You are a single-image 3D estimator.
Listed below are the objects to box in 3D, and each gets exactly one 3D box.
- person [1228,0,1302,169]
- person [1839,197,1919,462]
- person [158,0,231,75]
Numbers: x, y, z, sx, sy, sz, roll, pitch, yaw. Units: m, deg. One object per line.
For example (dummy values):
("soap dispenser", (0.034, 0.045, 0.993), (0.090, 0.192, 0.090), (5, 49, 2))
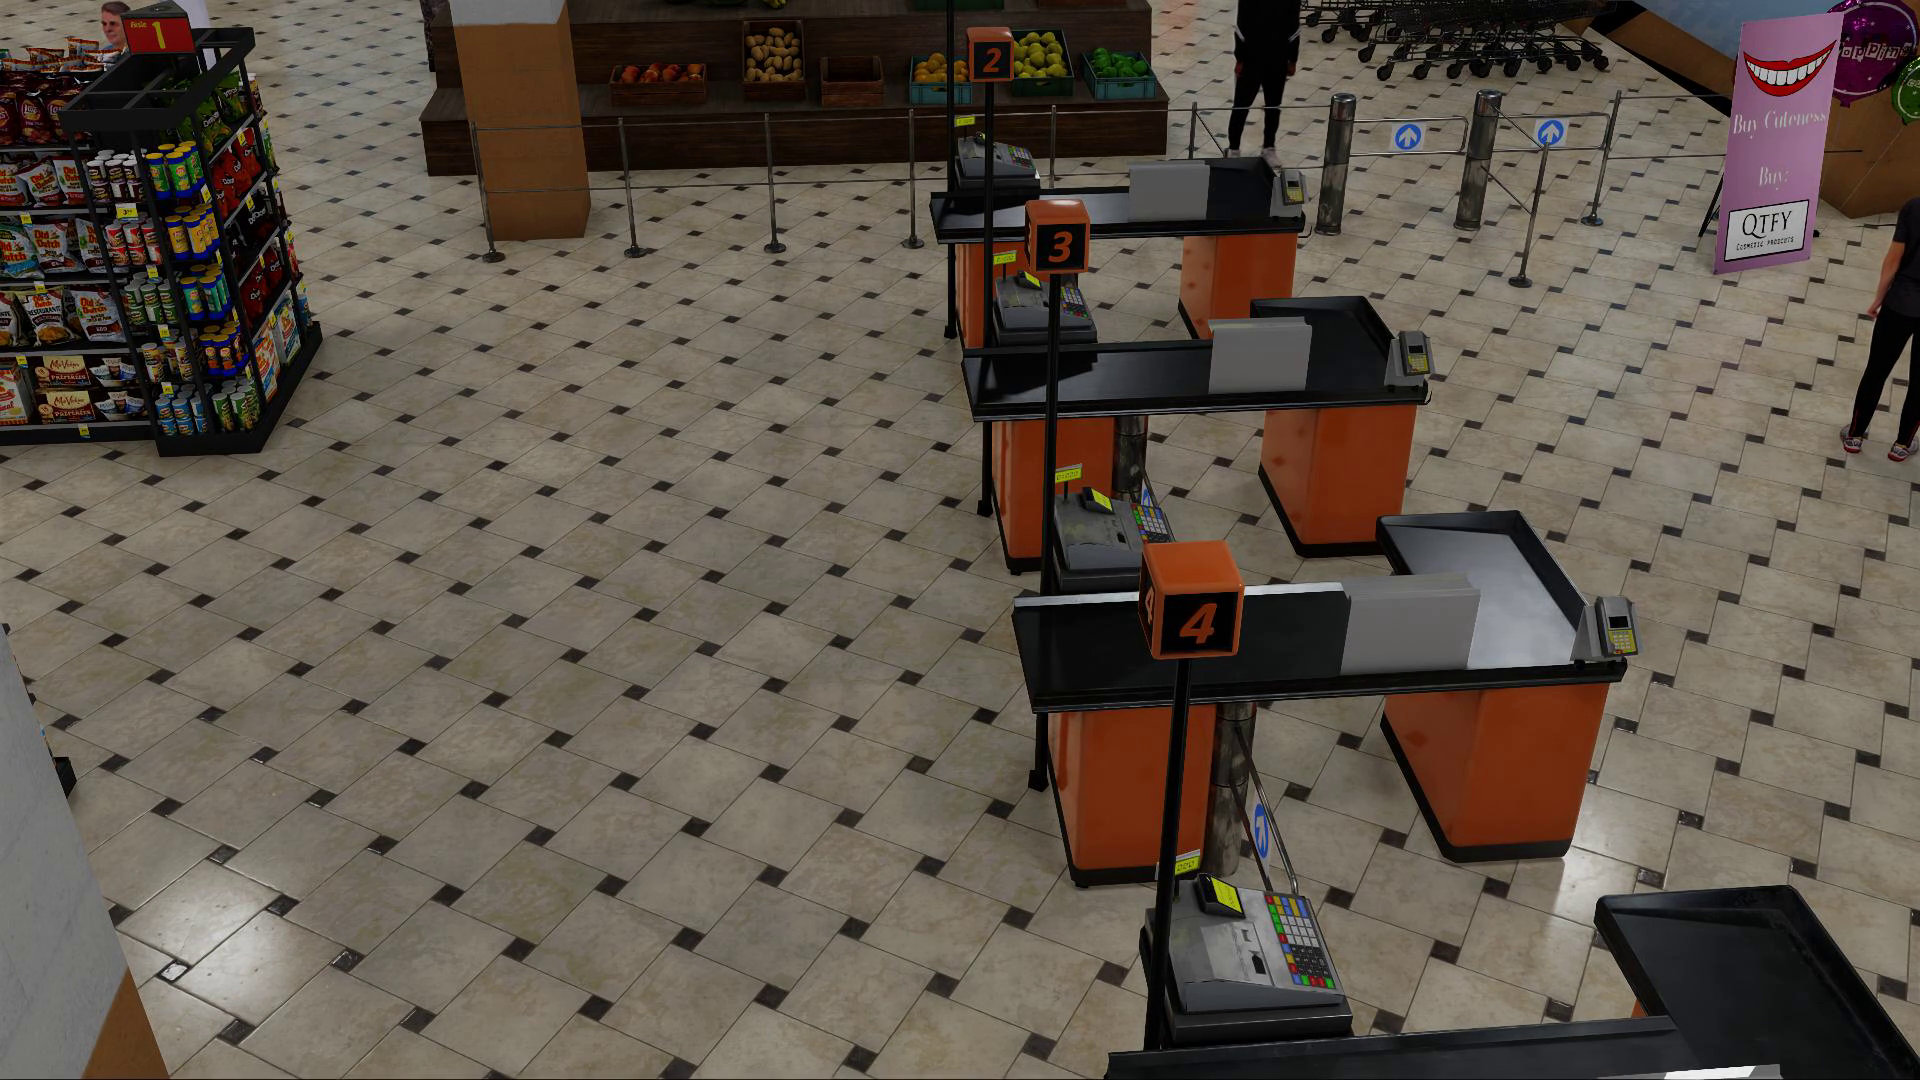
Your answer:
("person", (2.390, -3.846, 13.123), (0.518, 1.816, 0.739), (-1, 32, -1))
("person", (5.209, -1.267, 9.027), (0.687, 1.764, 0.784), (17, 36, 26))
("person", (-7.170, -5.211, 15.211), (0.843, 1.927, 0.801), (-26, 40, -36))
